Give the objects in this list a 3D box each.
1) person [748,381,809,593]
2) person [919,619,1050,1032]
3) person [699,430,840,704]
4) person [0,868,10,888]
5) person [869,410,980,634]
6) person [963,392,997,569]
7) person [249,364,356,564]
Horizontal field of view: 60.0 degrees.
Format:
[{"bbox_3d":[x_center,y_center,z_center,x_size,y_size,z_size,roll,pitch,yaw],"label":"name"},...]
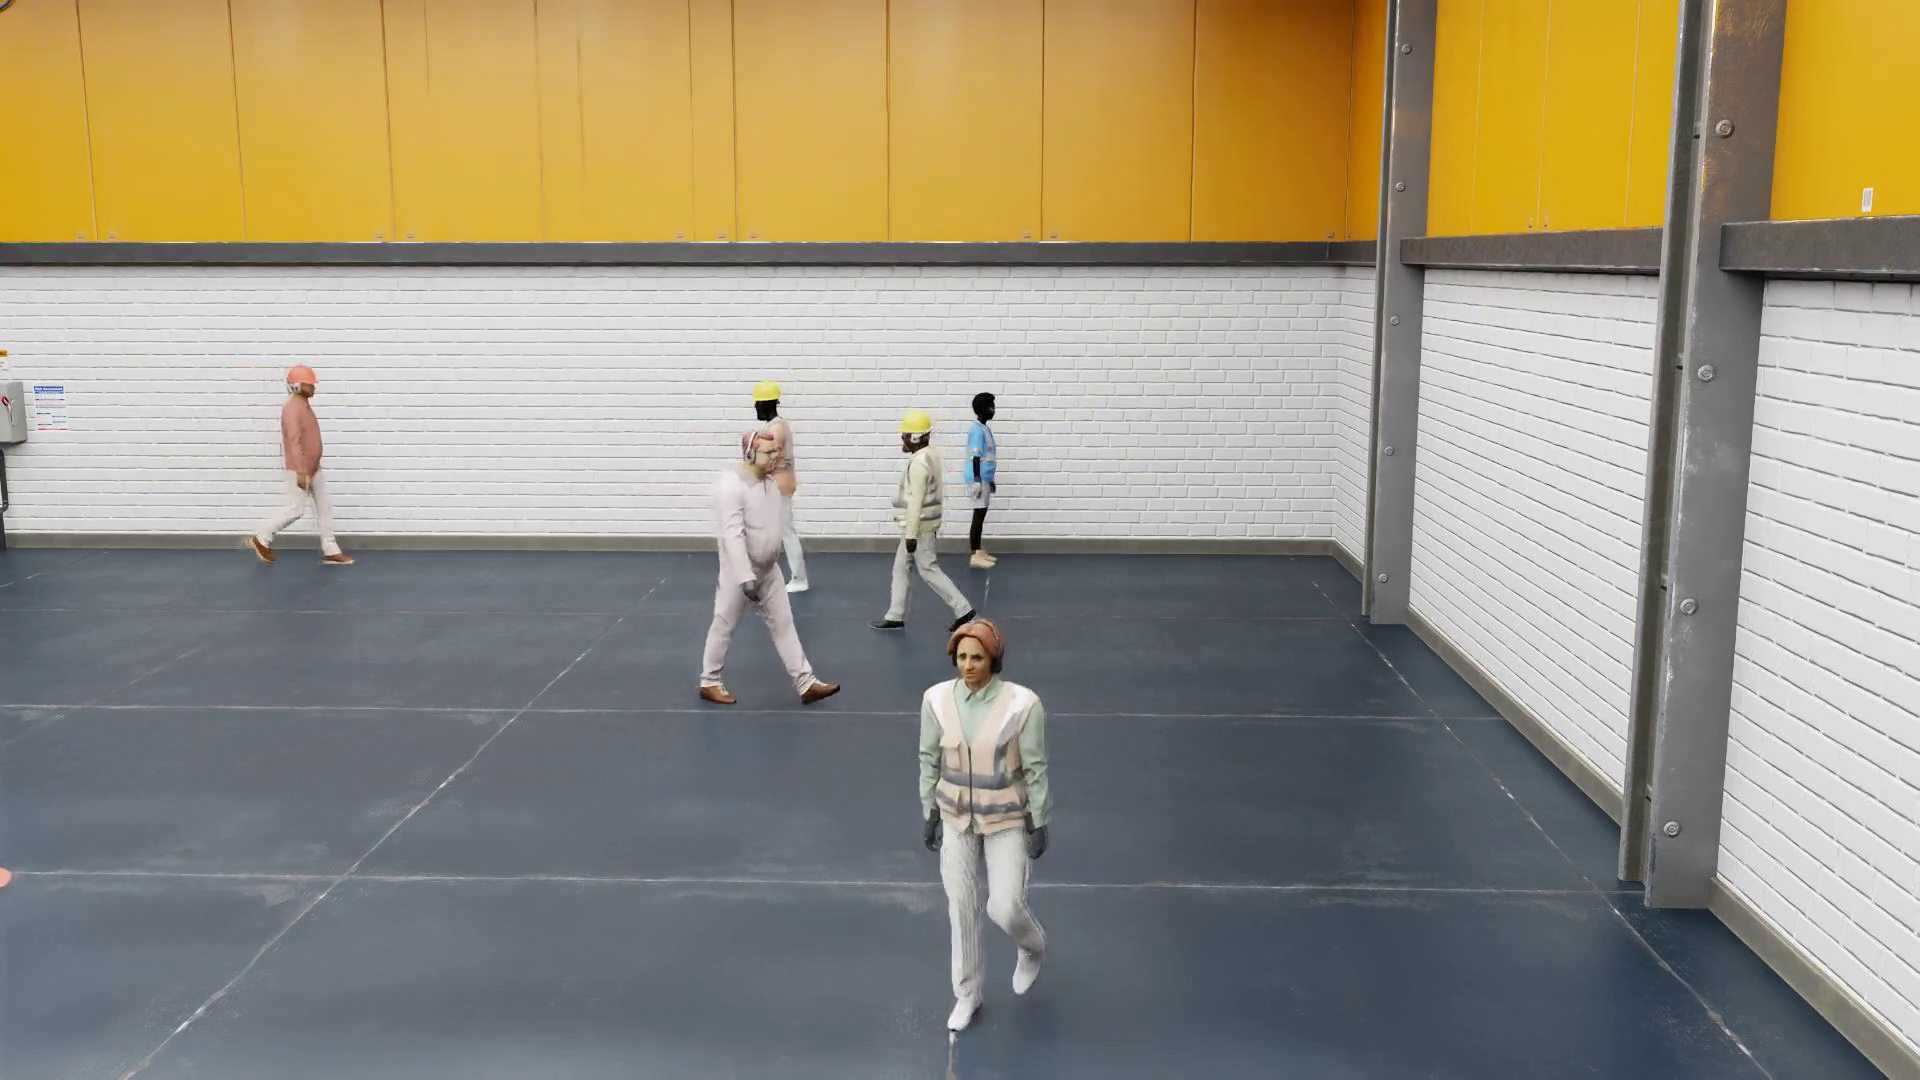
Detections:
[{"bbox_3d":[-1.761,-0.448,14.713,0.889,1.893,0.590,-2,10,-10],"label":"person"},{"bbox_3d":[0.109,1.089,6.470,0.521,1.628,0.427,4,11,24],"label":"person"},{"bbox_3d":[-1.328,0.205,11.001,1.004,1.854,0.662,5,11,29],"label":"person"},{"bbox_3d":[-2.048,1.468,3.342,0.375,1.939,0.546,-9,13,-43],"label":"person"},{"bbox_3d":[-0.264,-0.134,13.138,0.873,1.803,0.600,1,10,6],"label":"person"},{"bbox_3d":[0.201,-0.586,16.081,0.323,1.695,0.564,1,10,8],"label":"person"},{"bbox_3d":[-6.396,-0.713,16.044,0.902,1.969,0.623,0,10,0],"label":"person"}]
